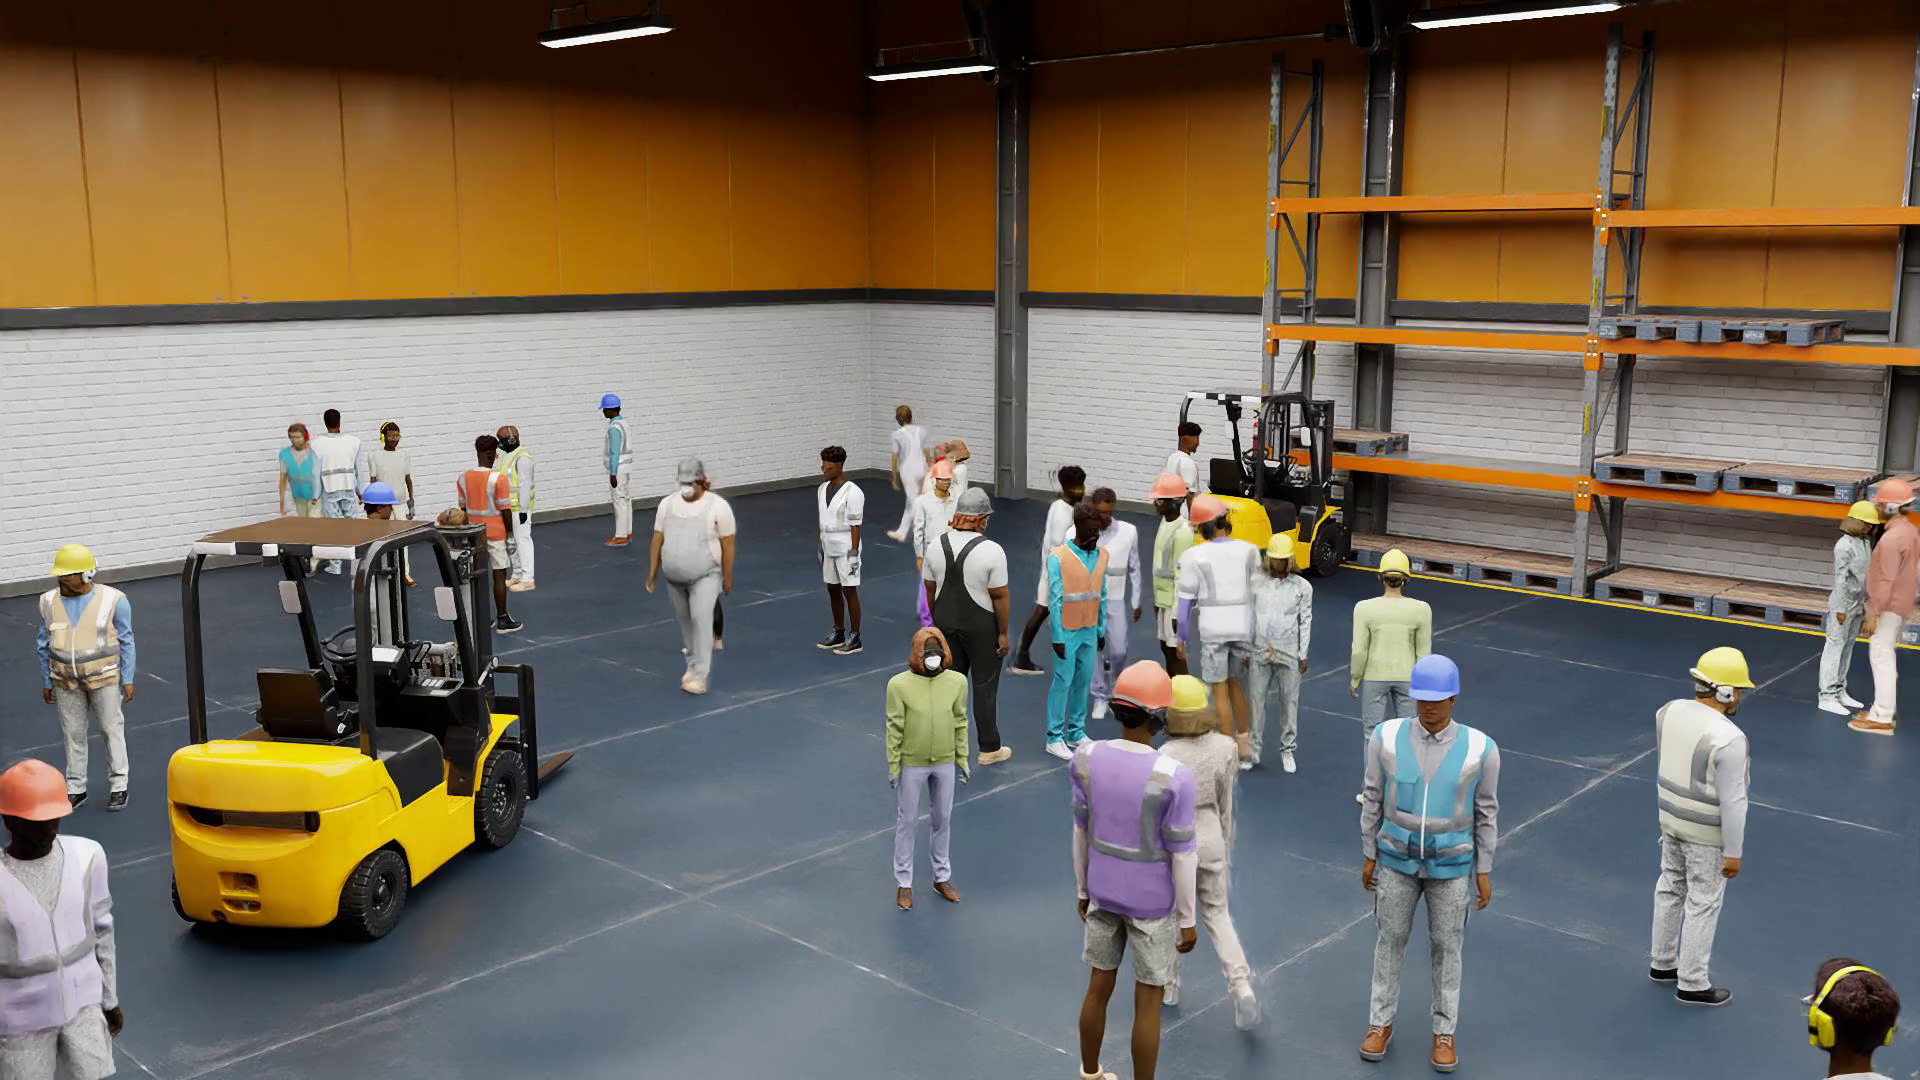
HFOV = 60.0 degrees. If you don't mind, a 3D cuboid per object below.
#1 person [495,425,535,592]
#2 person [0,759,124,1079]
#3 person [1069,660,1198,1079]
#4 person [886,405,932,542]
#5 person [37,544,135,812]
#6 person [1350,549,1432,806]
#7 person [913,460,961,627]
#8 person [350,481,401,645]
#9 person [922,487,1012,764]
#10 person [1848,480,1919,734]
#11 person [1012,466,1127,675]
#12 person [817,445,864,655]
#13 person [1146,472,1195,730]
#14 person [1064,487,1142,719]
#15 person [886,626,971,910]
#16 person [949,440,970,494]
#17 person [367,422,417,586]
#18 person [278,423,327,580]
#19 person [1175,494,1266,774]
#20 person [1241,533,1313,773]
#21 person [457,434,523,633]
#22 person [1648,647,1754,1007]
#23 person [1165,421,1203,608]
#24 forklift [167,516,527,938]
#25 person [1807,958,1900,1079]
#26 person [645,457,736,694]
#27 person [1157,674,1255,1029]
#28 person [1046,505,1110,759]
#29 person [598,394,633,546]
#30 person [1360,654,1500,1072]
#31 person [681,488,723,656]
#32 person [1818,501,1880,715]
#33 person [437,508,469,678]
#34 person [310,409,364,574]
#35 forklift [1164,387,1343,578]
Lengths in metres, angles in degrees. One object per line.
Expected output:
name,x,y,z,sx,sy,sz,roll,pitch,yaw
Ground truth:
person,-4.925,-0.357,18.395,0.429,1.830,0.636,-8,12,-37
person,-3.485,1.729,6.269,0.720,1.915,0.549,8,13,37
person,0.759,1.514,7.142,0.605,2.033,0.397,8,13,39
person,-0.599,-0.801,21.039,0.514,1.800,0.907,-8,13,-37
person,-5.832,0.920,11.107,0.597,1.827,0.403,-1,10,-7
person,2.886,0.938,11.185,0.532,1.767,0.328,1,10,4
person,-0.174,0.109,15.930,0.563,1.755,0.323,-5,11,-24
person,-4.603,0.502,13.199,0.416,1.939,0.615,-8,13,-39
person,0.105,0.614,12.247,0.689,2.000,0.538,7,12,33
person,7.194,0.526,12.963,0.442,1.993,0.627,9,13,42
person,0.926,0.274,14.578,1.018,1.901,0.699,-1,10,-7
person,-1.128,0.086,15.511,0.372,1.958,0.598,-9,14,-42
person,1.641,0.479,13.055,0.397,2.039,0.610,-1,10,-6
person,1.131,0.501,13.311,0.627,1.894,0.452,1,10,6
person,-0.180,1.293,9.538,0.498,1.634,0.279,-4,11,-20
person,-0.027,-0.310,18.671,0.283,1.633,0.497,0,10,1
person,-6.298,-0.385,18.463,0.509,1.860,0.333,-9,13,-41
person,-7.538,-0.486,19.279,0.601,1.784,0.978,1,10,4
person,1.890,0.673,12.029,0.624,1.994,0.634,-3,10,-18
person,2.276,0.810,11.981,0.484,1.744,0.297,3,10,15
person,-4.615,-0.060,16.308,0.603,1.962,0.368,4,11,22
person,3.696,1.420,8.295,0.403,1.821,0.602,-2,10,-12
person,2.354,-0.272,17.524,0.374,1.960,0.600,-2,10,-14
forklift,-3.583,0.976,9.748,1.214,2.155,2.313,2,10,11
person,2.378,2.057,4.568,0.511,1.858,0.325,-2,10,-10
person,-2.332,0.274,14.185,0.701,2.000,0.726,4,11,20
person,1.155,1.505,8.093,0.490,1.716,0.731,-4,11,-21
person,0.867,0.670,12.343,0.583,1.903,0.406,-8,13,-40
person,-4.359,-0.891,21.119,0.416,1.939,0.605,0,10,-1
person,2.144,1.468,7.646,0.604,1.949,0.398,4,11,22
person,-2.405,0.235,15.377,0.322,1.699,0.535,10,14,44
person,7.257,0.540,13.534,0.483,1.737,0.312,-9,13,-41
person,-3.734,0.666,12.527,0.344,1.839,0.505,-2,10,-10
person,-7.211,-0.561,19.299,0.597,1.913,0.369,-8,13,-39
forklift,3.298,-0.608,18.767,1.214,2.155,2.313,9,13,42
